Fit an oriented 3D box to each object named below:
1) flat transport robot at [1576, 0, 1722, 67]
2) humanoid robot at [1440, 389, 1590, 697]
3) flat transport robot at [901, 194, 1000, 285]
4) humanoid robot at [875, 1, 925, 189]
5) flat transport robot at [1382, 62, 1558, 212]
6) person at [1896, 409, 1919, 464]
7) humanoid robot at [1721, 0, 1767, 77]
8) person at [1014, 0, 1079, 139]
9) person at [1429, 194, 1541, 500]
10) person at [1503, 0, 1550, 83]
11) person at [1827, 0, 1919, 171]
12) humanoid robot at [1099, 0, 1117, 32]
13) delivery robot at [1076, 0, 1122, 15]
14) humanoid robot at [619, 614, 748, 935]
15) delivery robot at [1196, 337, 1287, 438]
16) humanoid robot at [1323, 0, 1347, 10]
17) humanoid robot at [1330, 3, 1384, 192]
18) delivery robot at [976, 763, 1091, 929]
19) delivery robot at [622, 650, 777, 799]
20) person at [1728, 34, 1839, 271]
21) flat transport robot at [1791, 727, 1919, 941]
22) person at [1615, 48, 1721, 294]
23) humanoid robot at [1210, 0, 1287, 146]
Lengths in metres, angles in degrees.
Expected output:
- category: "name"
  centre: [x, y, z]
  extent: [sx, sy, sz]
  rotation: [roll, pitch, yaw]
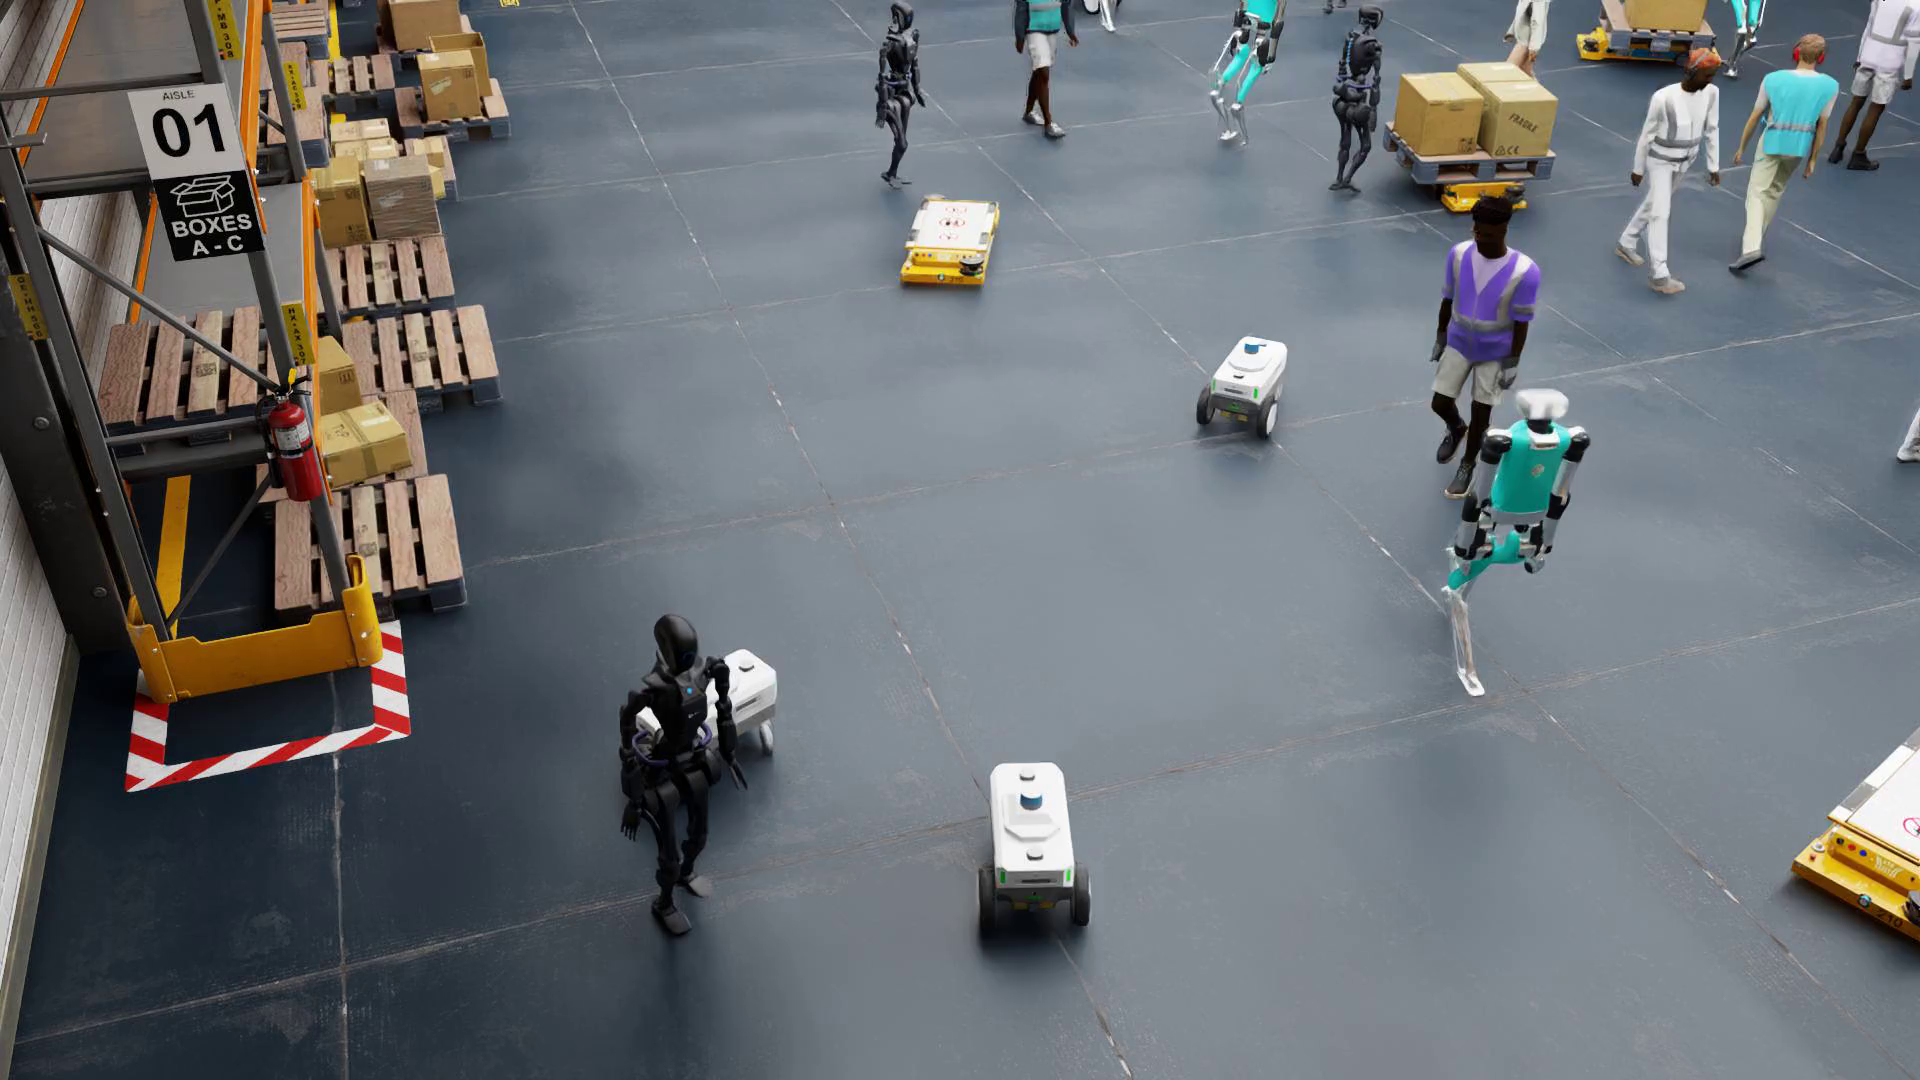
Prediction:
- category: "flat transport robot"
  centre: [7.490, -5.373, 18.099]
  extent: [1.431, 0.231, 0.659]
  rotation: [6, 34, 10]
- category: "humanoid robot"
  centre: [2.758, -0.120, 8.747]
  extent: [0.560, 1.798, 0.918]
  rotation: [-4, 33, -6]
- category: "flat transport robot"
  centre: [-0.065, -2.471, 13.649]
  extent: [0.659, 0.231, 1.431]
  rotation: [4, 33, 5]
- category: "humanoid robot"
  centre: [-0.537, -3.890, 14.542]
  extent: [0.355, 1.644, 0.611]
  rotation: [20, 38, 28]
- category: "flat transport robot"
  centre: [4.497, -3.289, 14.903]
  extent: [0.659, 0.231, 1.431]
  rotation: [-3, 33, -5]
- category: "person"
  centre: [6.416, -1.134, 10.295]
  extent: [0.732, 1.686, 0.454]
  rotation: [5, 33, 8]
- category: "humanoid robot"
  centre: [8.232, -5.662, 17.216]
  extent: [0.558, 1.783, 0.887]
  rotation: [2, 33, 2]
- category: "person"
  centre: [0.865, -4.776, 15.690]
  extent: [0.560, 1.907, 0.900]
  rotation: [-24, 40, -32]
- category: "person"
  centre: [3.162, -1.183, 10.149]
  extent: [0.599, 1.940, 0.457]
  rotation: [23, 39, 30]
- category: "person"
  centre: [5.410, -4.766, 15.896]
  extent: [0.733, 1.644, 0.471]
  rotation: [8, 34, 11]
- category: "person"
  centre: [8.285, -4.277, 14.910]
  extent: [0.462, 1.920, 0.618]
  rotation: [-13, 35, -20]
- category: "humanoid robot"
  centre: [1.710, -6.508, 18.593]
  extent: [0.550, 1.900, 0.750]
  rotation: [-9, 34, -13]
- category: "delivery robot"
  centre: [1.531, -6.550, 19.656]
  extent: [0.780, 0.609, 0.515]
  rotation: [23, 39, 31]
- category: "humanoid robot"
  centre: [-1.236, 0.970, 7.101]
  extent: [0.590, 1.646, 0.443]
  rotation: [-27, 42, -34]
- category: "delivery robot"
  centre: [1.940, -1.060, 11.233]
  extent: [0.499, 0.606, 0.796]
  rotation: [15, 36, 21]
- category: "humanoid robot"
  centre: [4.518, -6.970, 19.277]
  extent: [0.613, 1.635, 0.626]
  rotation: [8, 34, 12]
- category: "humanoid robot"
  centre: [3.433, -3.833, 14.455]
  extent: [0.311, 1.651, 0.610]
  rotation: [-13, 35, -19]
- category: "delivery robot"
  centre: [0.318, 1.348, 7.516]
  extent: [0.499, 0.580, 0.757]
  rotation: [-1, 33, -1]
- category: "delivery robot"
  centre: [-1.270, 0.879, 8.249]
  extent: [0.767, 0.596, 0.524]
  rotation: [-27, 42, -35]
- category: "person"
  centre: [6.502, -3.048, 13.143]
  extent: [0.611, 1.799, 0.897]
  rotation: [6, 34, 9]
- category: "flat transport robot"
  centre: [4.573, 1.338, 7.807]
  extent: [1.431, 0.231, 0.659]
  rotation: [-26, 41, -33]
- category: "person"
  centre: [5.520, -2.891, 12.861]
  extent: [0.571, 1.833, 0.951]
  rotation: [-13, 35, -19]
- category: "humanoid robot"
  centre: [2.615, -4.493, 15.409]
  extent: [0.707, 1.786, 0.538]
  rotation: [-26, 41, -34]
